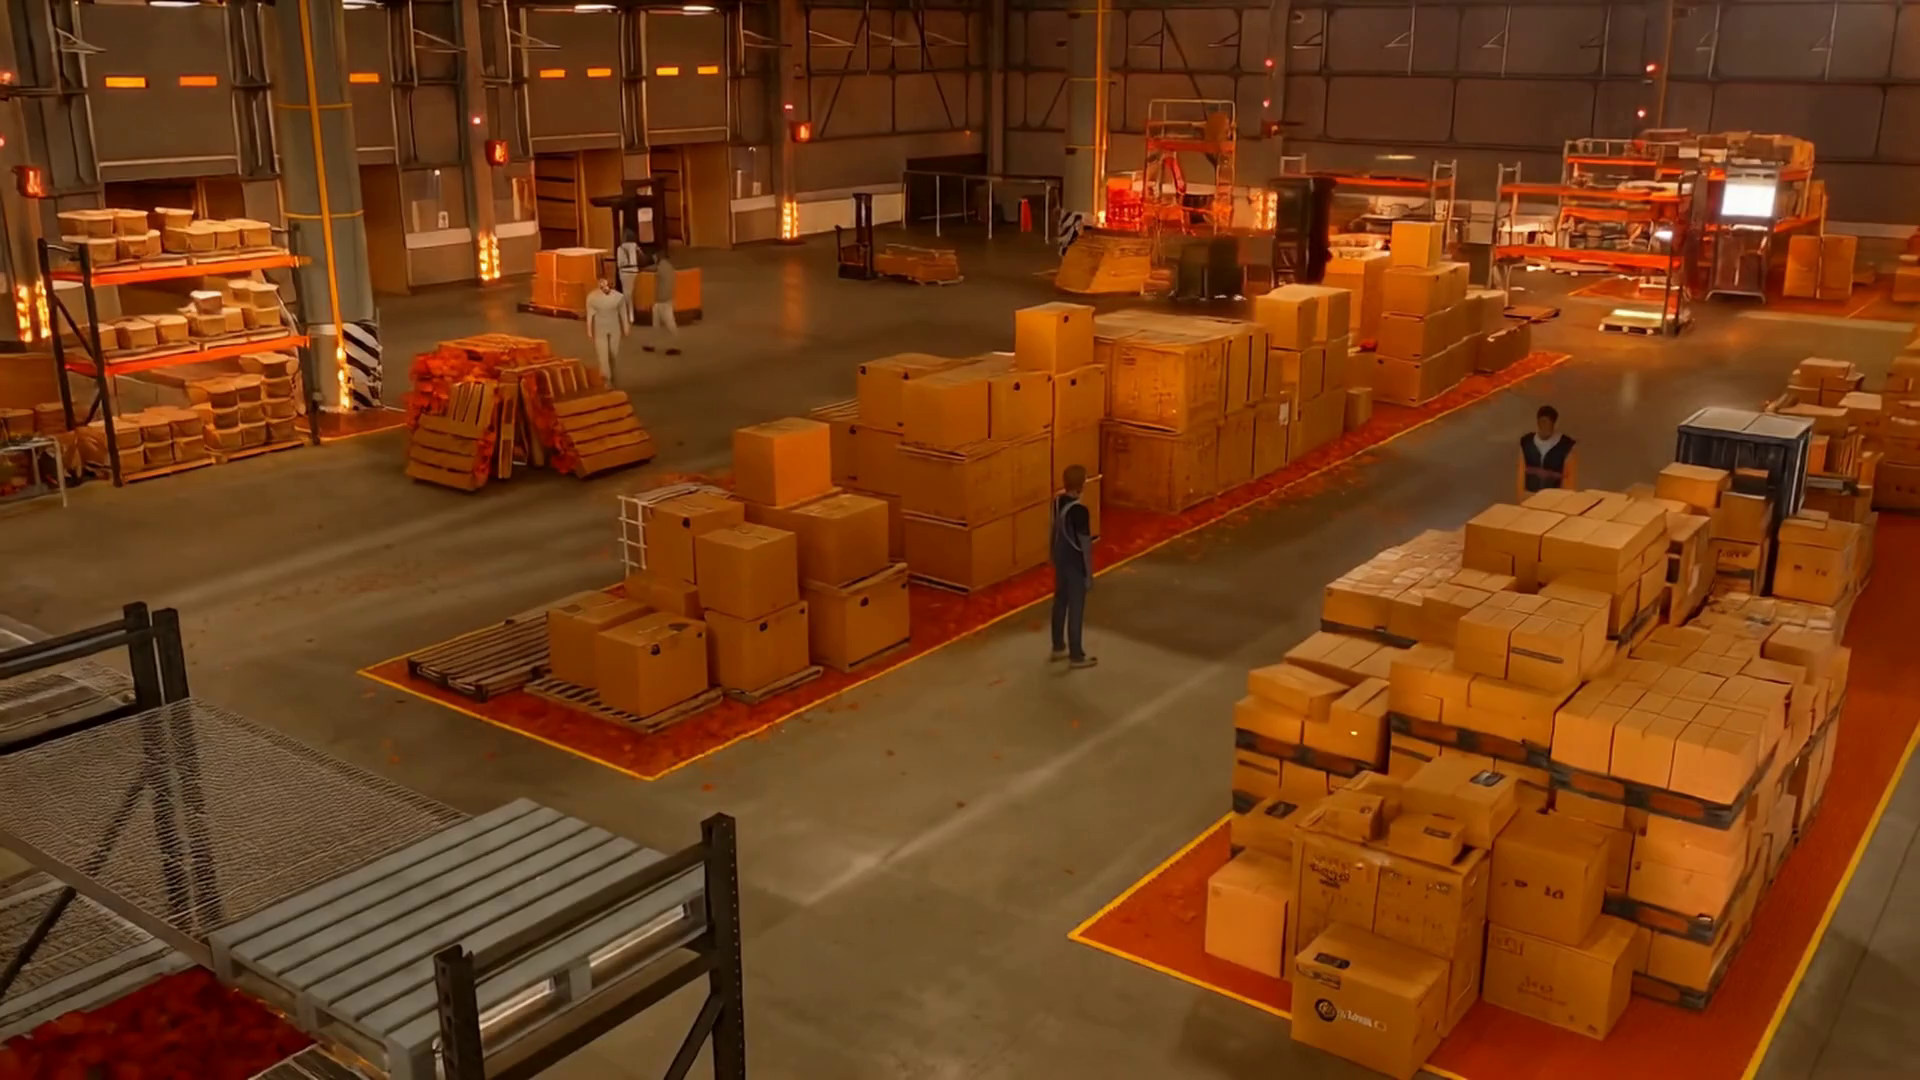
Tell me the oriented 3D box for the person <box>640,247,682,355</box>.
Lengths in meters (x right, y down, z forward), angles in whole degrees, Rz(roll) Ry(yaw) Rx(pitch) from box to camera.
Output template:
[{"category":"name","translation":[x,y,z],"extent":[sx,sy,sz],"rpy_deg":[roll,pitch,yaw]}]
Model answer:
[{"category":"person","translation":[-5.339,-4.199,29.333],"extent":[0.894,1.902,0.650],"rpy_deg":[0,17,0]}]

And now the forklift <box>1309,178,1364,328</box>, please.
[{"category":"forklift","translation":[6.985,-5.591,32.289],"extent":[1.873,2.768,1.129],"rpy_deg":[3,17,10]}]

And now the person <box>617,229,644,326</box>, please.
[{"category":"person","translation":[-6.425,-5.117,32.418],"extent":[0.362,1.882,0.576],"rpy_deg":[15,22,40]}]

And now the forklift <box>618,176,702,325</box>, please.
[{"category":"forklift","translation":[-6.123,-5.702,32.655],"extent":[1.873,2.768,1.129],"rpy_deg":[12,21,35]}]

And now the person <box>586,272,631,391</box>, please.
[{"category":"person","translation":[-5.483,-3.221,26.077],"extent":[0.658,1.913,0.805],"rpy_deg":[-7,18,-21]}]

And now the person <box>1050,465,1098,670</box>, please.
[{"category":"person","translation":[1.001,0.237,14.754],"extent":[0.345,1.846,0.508],"rpy_deg":[-12,20,-34]}]

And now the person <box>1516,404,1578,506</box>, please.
[{"category":"person","translation":[5.970,-0.465,16.988],"extent":[0.606,1.895,0.538],"rpy_deg":[12,21,34]}]

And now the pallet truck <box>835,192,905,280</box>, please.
[{"category":"pallet truck","translation":[-1.936,-7.159,38.982],"extent":[1.885,1.965,0.823],"rpy_deg":[-12,21,-34]}]
